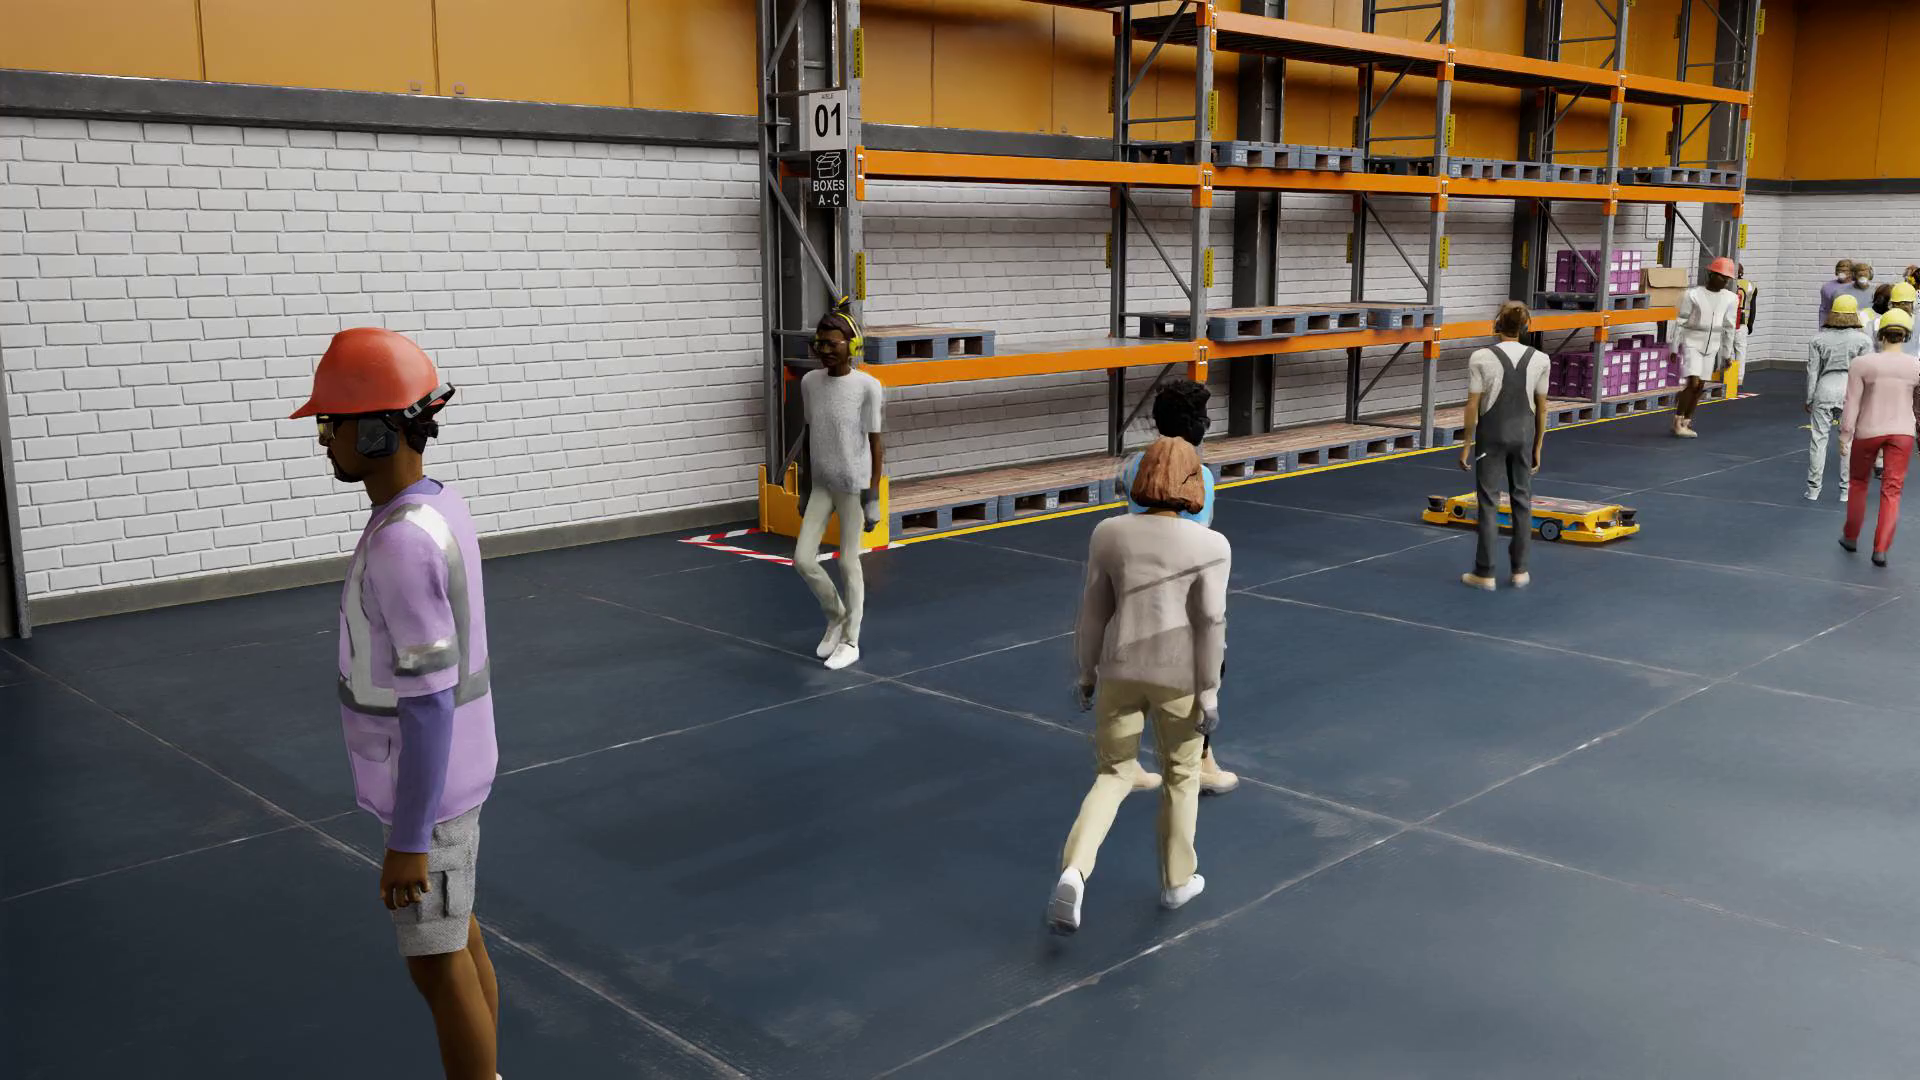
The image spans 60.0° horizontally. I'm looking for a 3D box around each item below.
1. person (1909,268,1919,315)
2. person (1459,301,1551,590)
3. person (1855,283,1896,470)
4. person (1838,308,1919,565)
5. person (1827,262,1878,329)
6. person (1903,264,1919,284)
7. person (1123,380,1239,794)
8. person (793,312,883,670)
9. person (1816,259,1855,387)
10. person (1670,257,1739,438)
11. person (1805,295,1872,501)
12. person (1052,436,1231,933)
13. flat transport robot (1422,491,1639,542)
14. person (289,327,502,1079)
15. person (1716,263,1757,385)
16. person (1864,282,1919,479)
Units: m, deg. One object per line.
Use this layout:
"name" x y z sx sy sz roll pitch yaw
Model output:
"person" 11.974 -2.504 20.979 0.532 1.826 0.909 0 10 2
"person" 3.465 -0.594 10.594 0.527 1.825 0.474 0 10 1
"person" 8.924 -1.596 16.177 0.645 1.788 0.947 -2 11 -12
"person" 6.388 -0.728 11.520 0.555 1.730 0.817 4 11 21
"person" 10.935 -2.426 20.307 0.629 1.926 0.493 3 11 16
"person" 13.246 -2.920 23.204 0.992 1.849 0.663 0 10 -1
"person" 0.871 0.198 6.644 0.608 1.675 0.549 -7 12 -32
"person" -0.640 -0.244 8.577 0.567 1.853 0.396 6 12 29
"person" 11.738 -2.787 22.273 0.814 1.912 0.652 -8 13 -37
"person" 8.197 -2.096 18.306 0.624 1.998 0.569 -1 10 -4
"person" 7.425 -1.199 14.090 0.483 1.745 0.299 6 12 29
"person" 0.574 0.475 5.352 0.512 1.601 0.748 6 12 30
"flat transport robot" 4.328 -0.197 12.650 1.431 0.197 0.652 10 14 44
"person" -1.246 0.547 3.752 0.394 2.041 0.612 -2 11 -12
"person" 11.593 -3.244 24.981 0.634 1.839 0.429 1 10 8
"person" 8.583 -1.450 15.263 0.616 1.812 0.443 4 11 22
